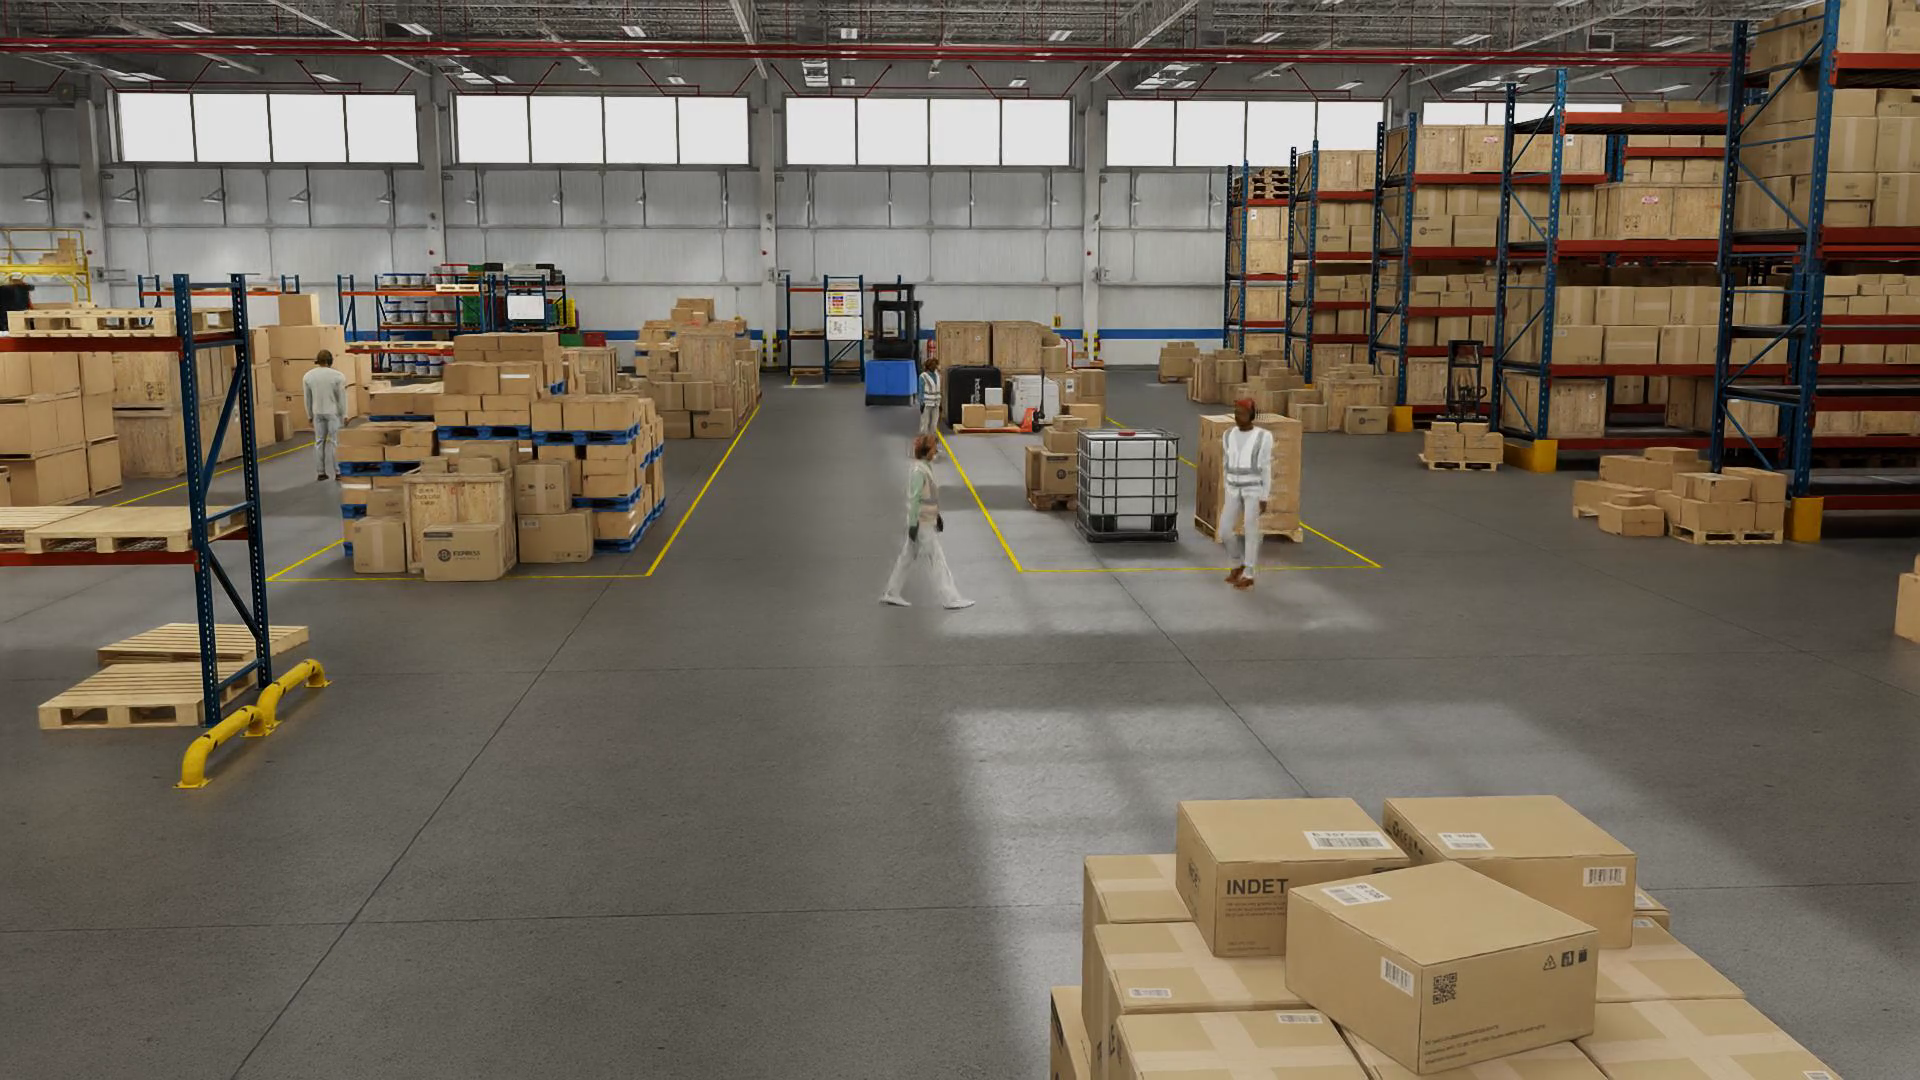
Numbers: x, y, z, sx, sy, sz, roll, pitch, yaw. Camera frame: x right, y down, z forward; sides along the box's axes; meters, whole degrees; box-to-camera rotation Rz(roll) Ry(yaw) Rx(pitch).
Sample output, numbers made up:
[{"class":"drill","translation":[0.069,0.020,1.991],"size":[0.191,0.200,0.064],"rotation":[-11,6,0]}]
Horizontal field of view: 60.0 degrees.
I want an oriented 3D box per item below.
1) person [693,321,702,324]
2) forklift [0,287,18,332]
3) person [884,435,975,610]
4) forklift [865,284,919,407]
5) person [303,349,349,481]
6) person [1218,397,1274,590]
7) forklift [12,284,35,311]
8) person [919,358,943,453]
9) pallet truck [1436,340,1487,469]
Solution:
[{"class":"person","translation":[-6.504,-4.495,41.337],"size":[0.738,1.891,0.570],"rotation":[-4,10,-25]},{"class":"forklift","translation":[-16.256,-2.887,28.158],"size":[1.873,2.768,1.129],"rotation":[-1,9,-4]},{"class":"person","translation":[-0.313,-0.163,15.070],"size":[0.857,1.589,0.534],"rotation":[1,9,6]},{"class":"forklift","translation":[-1.527,-4.510,38.350],"size":[1.129,2.768,1.873],"rotation":[1,9,7]},{"class":"person","translation":[-9.317,-1.834,24.492],"size":[0.635,1.937,0.353],"rotation":[0,9,3]},{"class":"person","translation":[2.726,-0.439,15.963],"size":[0.578,1.870,0.412],"rotation":[8,12,40]},{"class":"forklift","translation":[-20.211,-4.138,36.011],"size":[1.873,2.768,1.129],"rotation":[-5,10,-30]},{"class":"person","translation":[-0.498,-2.272,28.182],"size":[0.311,1.638,0.523],"rotation":[8,12,43]},{"class":"pallet truck","translation":[8.004,-2.170,26.422],"size":[0.823,1.965,1.885],"rotation":[2,9,14]}]
